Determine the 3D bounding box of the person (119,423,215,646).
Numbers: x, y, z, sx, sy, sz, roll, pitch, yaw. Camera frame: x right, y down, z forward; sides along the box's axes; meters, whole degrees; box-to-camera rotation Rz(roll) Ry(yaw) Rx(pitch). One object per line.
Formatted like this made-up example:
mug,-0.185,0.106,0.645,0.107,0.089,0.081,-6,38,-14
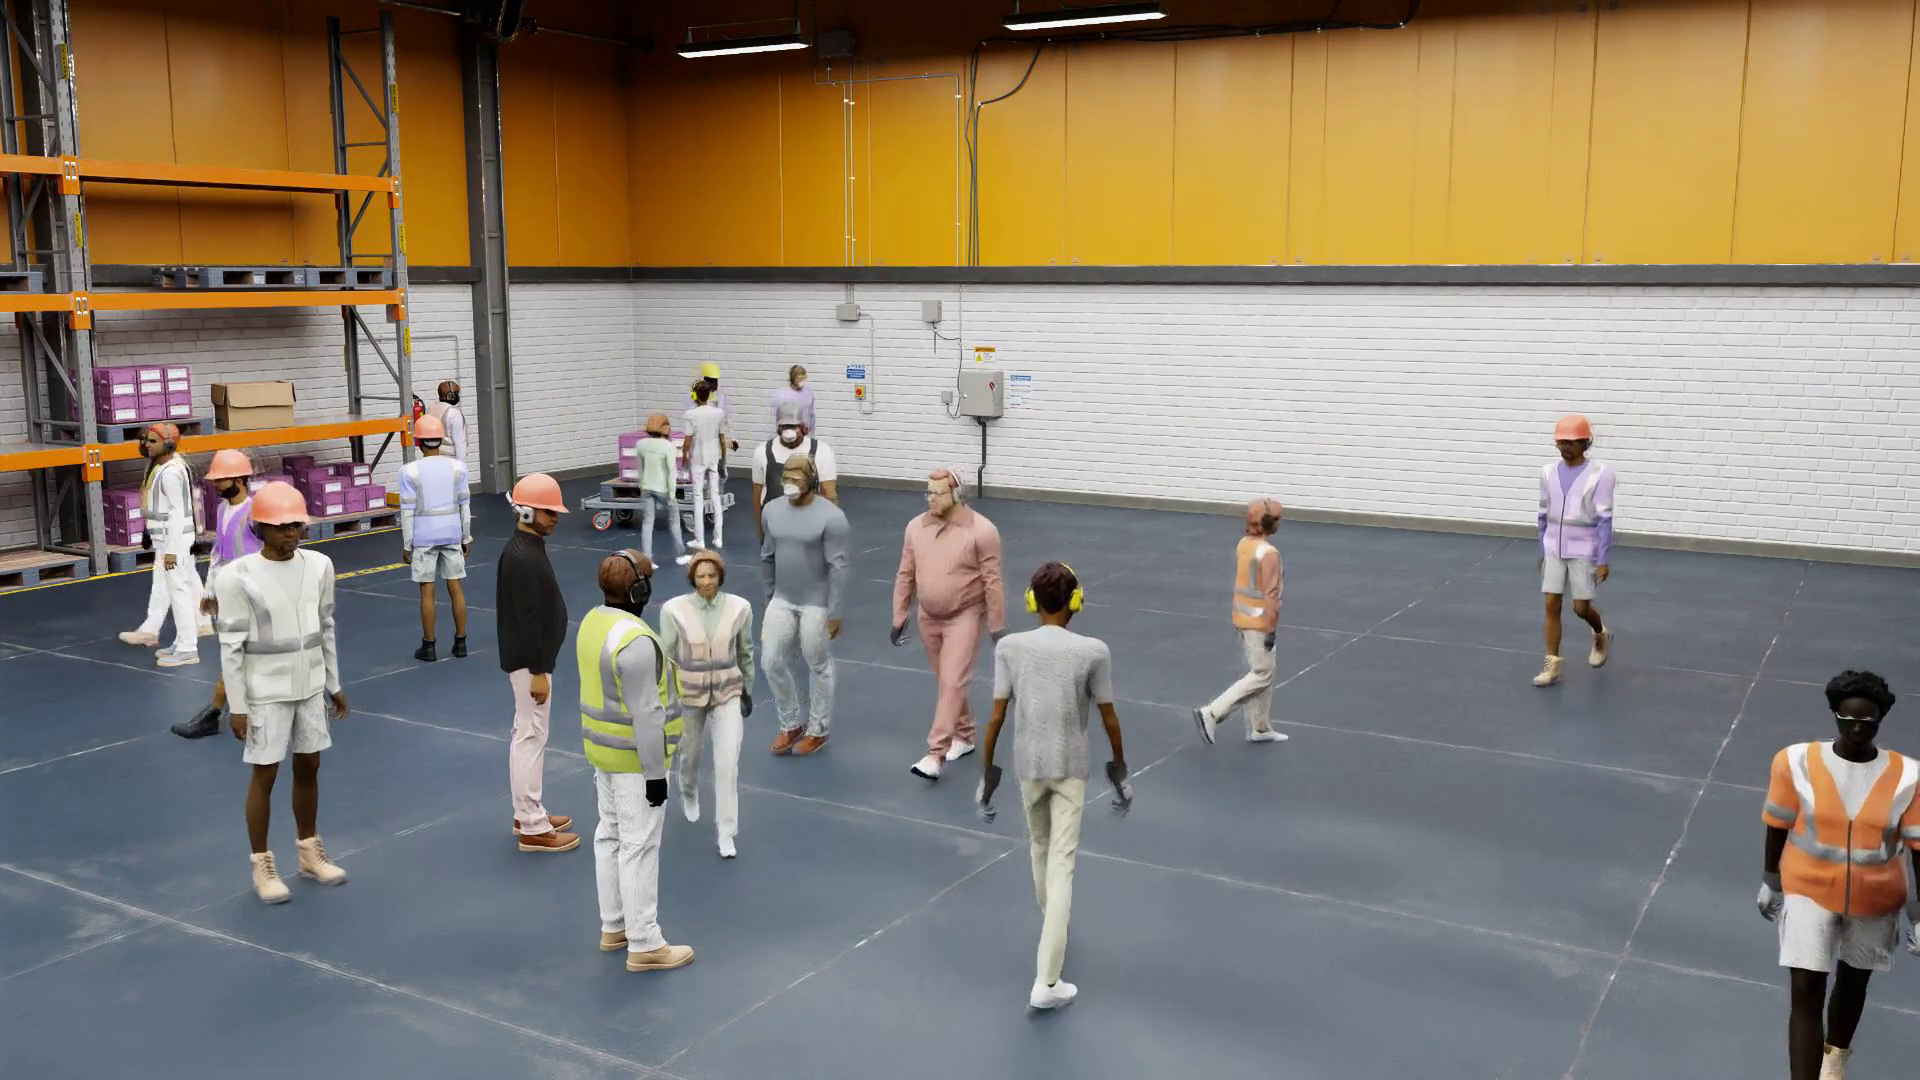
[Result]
person,-6.583,-0.042,13.646,0.865,1.809,0.655,-7,11,-37

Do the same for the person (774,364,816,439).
person,-2.099,-1.264,20.932,0.640,1.907,0.543,-9,13,-44

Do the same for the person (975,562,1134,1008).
person,0.416,0.998,7.123,0.624,1.805,1.005,3,10,17

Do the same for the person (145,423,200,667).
person,-6.124,0.031,12.911,0.346,1.884,0.584,-4,10,-25

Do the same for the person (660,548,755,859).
person,-1.356,0.815,8.876,0.519,1.598,0.822,-3,10,-17

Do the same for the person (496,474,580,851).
person,-2.238,0.640,8.797,0.391,1.986,0.609,-3,10,-17

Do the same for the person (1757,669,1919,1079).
person,3.097,1.279,5.809,0.557,1.649,0.847,4,10,23

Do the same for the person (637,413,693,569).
person,-3.062,-0.506,17.129,0.517,1.603,0.755,4,10,22

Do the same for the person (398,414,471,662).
person,-4.109,-0.016,13.030,0.545,1.942,0.349,-6,11,-33

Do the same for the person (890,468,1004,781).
person,-0.134,0.501,10.048,0.684,1.857,0.956,6,11,33

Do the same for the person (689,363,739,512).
person,-3.085,-1.290,21.140,0.839,1.897,0.590,8,12,39

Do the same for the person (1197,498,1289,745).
person,1.825,0.539,10.586,0.610,1.622,0.522,-2,9,-12

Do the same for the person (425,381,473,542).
person,-5.745,-0.873,18.737,0.621,1.836,0.431,8,12,39

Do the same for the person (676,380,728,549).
person,-2.842,-0.830,18.342,0.600,1.861,0.346,-6,11,-34

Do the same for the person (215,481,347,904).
person,-3.263,0.727,8.086,0.395,2.039,0.614,6,11,34

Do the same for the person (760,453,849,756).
person,-1.007,0.421,10.355,0.660,1.922,0.546,5,10,27

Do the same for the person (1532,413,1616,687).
person,4.558,0.063,12.290,0.784,2.026,0.624,-8,12,-40

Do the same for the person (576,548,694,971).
person,-1.426,0.953,7.290,0.429,1.845,0.630,-6,11,-33

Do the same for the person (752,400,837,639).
person,-1.343,-0.143,13.511,0.697,2.000,0.904,-1,9,-5

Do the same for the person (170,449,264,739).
person,-4.774,0.330,11.082,0.557,1.887,1.019,9,13,44
